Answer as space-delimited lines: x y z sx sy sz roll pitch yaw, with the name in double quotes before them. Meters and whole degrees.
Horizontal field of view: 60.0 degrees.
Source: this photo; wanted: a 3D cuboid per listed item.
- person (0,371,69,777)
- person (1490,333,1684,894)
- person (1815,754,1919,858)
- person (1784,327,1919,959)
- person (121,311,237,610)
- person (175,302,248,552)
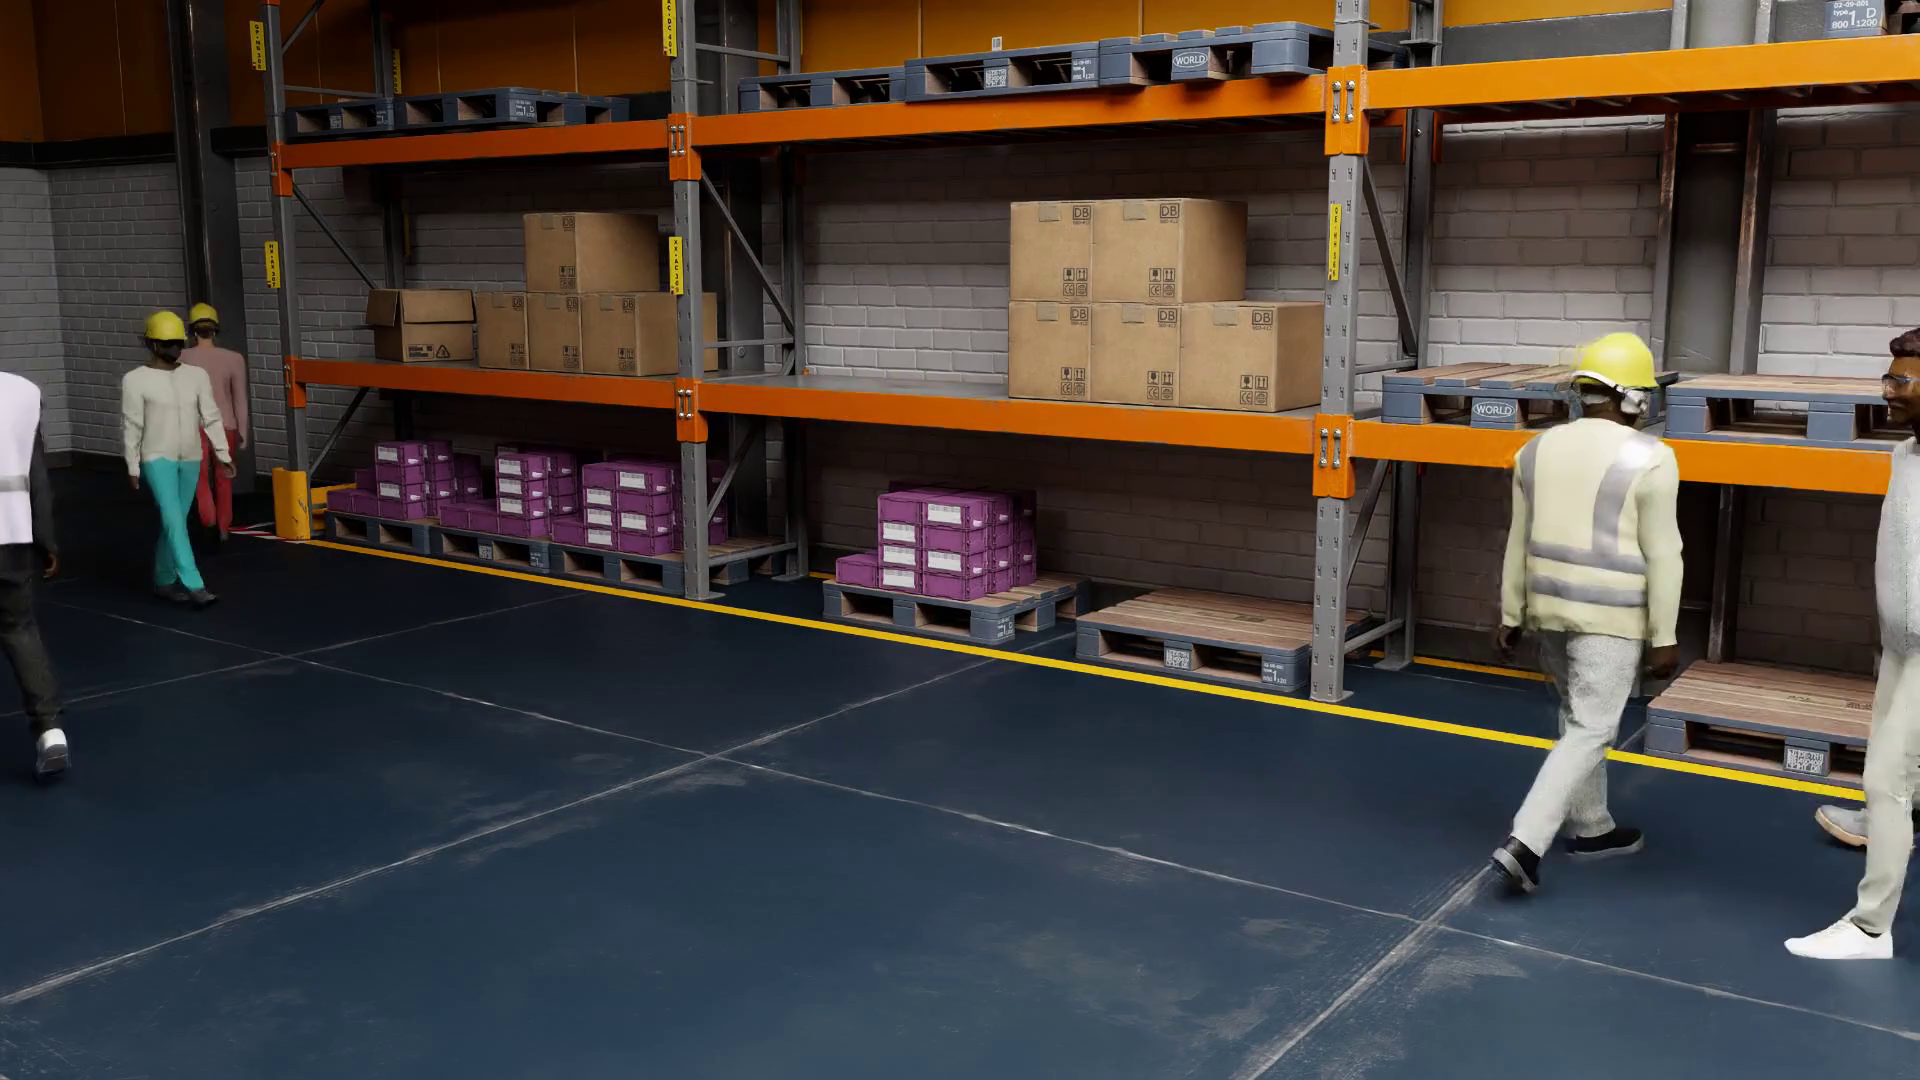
"person" -3.722 0.028 6.271 0.577 1.906 0.641 6 11 31
"person" 1.988 0.236 5.372 0.812 1.804 0.599 -5 11 -28
"person" 3.403 0.130 5.536 0.961 1.949 0.638 6 11 32
"person" 2.814 0.324 4.734 0.705 1.842 0.512 1 10 5
"person" -4.506 -0.453 9.657 0.872 1.725 0.537 6 11 32
"person" -5.274 -0.794 11.683 0.529 1.740 0.799 -6 11 -30
